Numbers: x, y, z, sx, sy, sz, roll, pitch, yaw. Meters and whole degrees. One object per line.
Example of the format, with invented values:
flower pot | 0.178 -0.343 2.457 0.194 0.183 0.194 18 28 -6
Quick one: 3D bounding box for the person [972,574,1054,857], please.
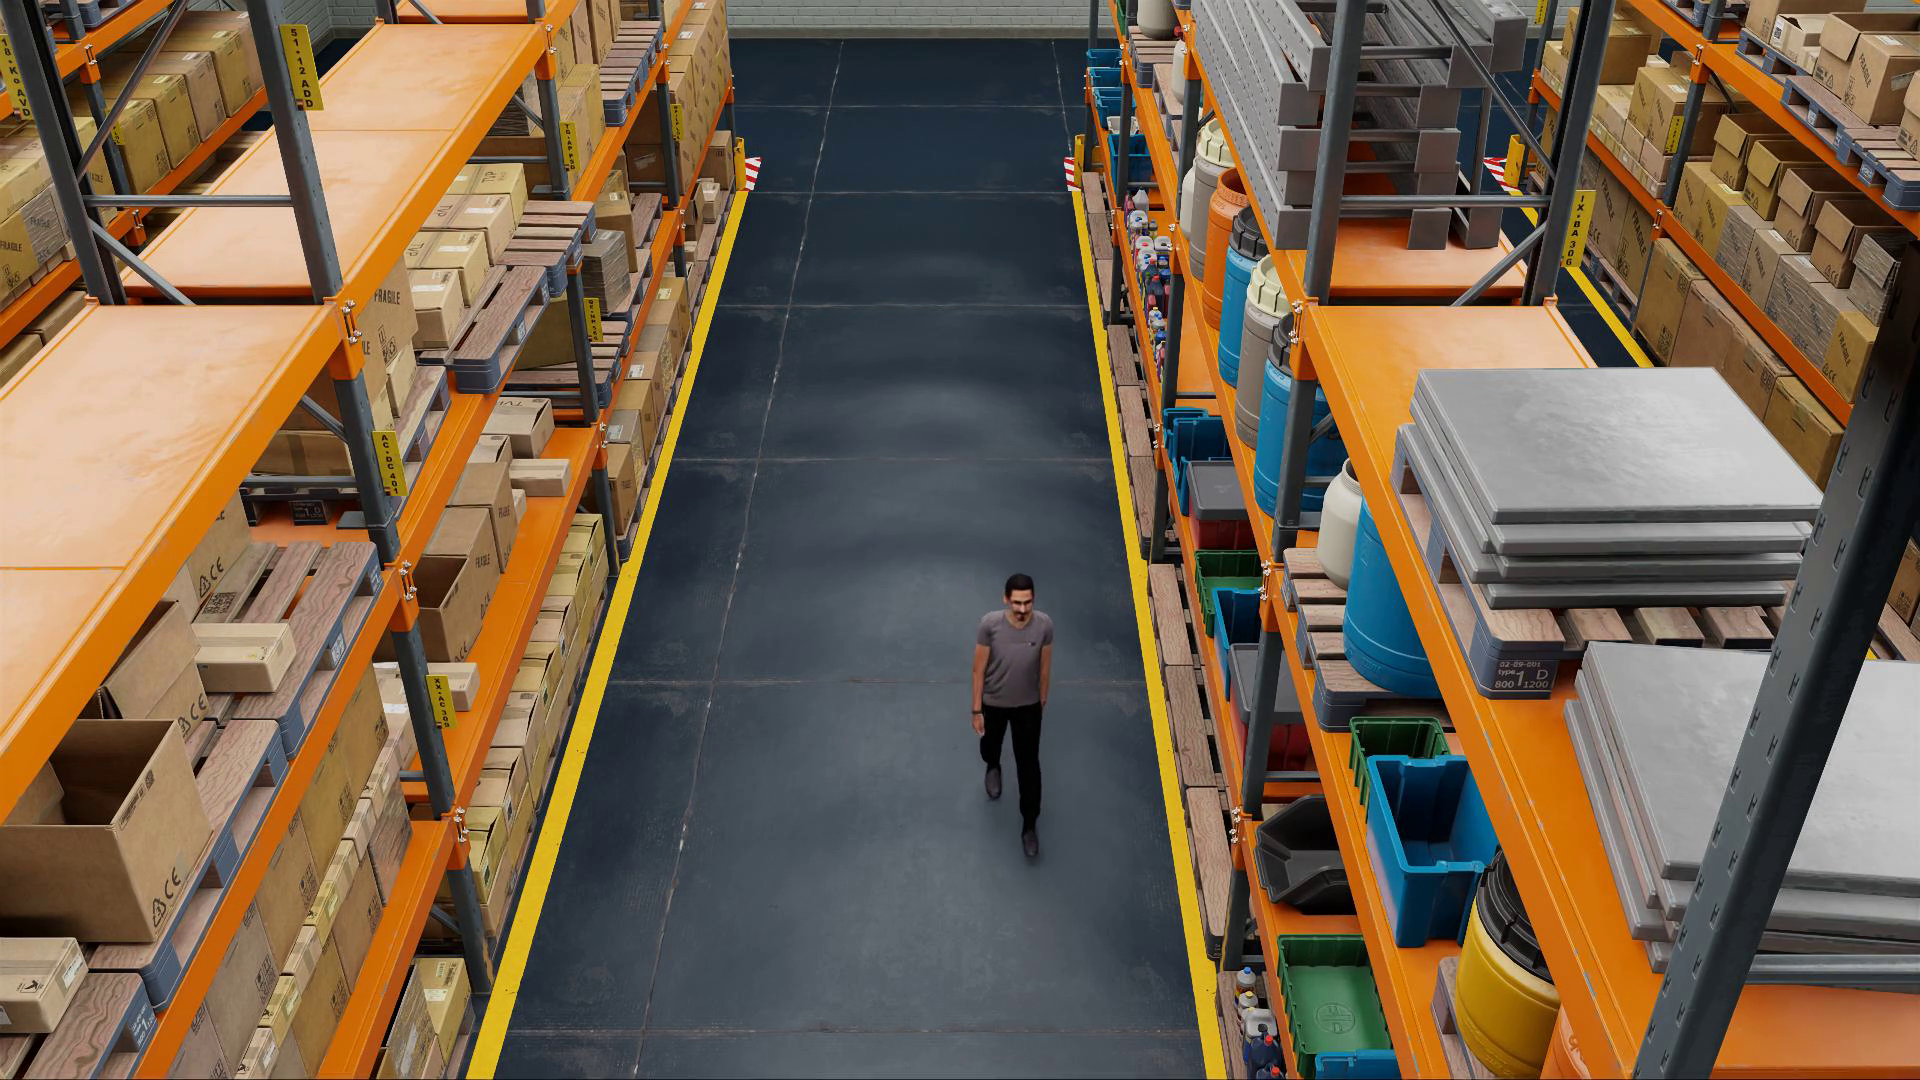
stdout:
person | 0.276 0.907 9.817 0.618 1.717 1.094 -1 33 -2
